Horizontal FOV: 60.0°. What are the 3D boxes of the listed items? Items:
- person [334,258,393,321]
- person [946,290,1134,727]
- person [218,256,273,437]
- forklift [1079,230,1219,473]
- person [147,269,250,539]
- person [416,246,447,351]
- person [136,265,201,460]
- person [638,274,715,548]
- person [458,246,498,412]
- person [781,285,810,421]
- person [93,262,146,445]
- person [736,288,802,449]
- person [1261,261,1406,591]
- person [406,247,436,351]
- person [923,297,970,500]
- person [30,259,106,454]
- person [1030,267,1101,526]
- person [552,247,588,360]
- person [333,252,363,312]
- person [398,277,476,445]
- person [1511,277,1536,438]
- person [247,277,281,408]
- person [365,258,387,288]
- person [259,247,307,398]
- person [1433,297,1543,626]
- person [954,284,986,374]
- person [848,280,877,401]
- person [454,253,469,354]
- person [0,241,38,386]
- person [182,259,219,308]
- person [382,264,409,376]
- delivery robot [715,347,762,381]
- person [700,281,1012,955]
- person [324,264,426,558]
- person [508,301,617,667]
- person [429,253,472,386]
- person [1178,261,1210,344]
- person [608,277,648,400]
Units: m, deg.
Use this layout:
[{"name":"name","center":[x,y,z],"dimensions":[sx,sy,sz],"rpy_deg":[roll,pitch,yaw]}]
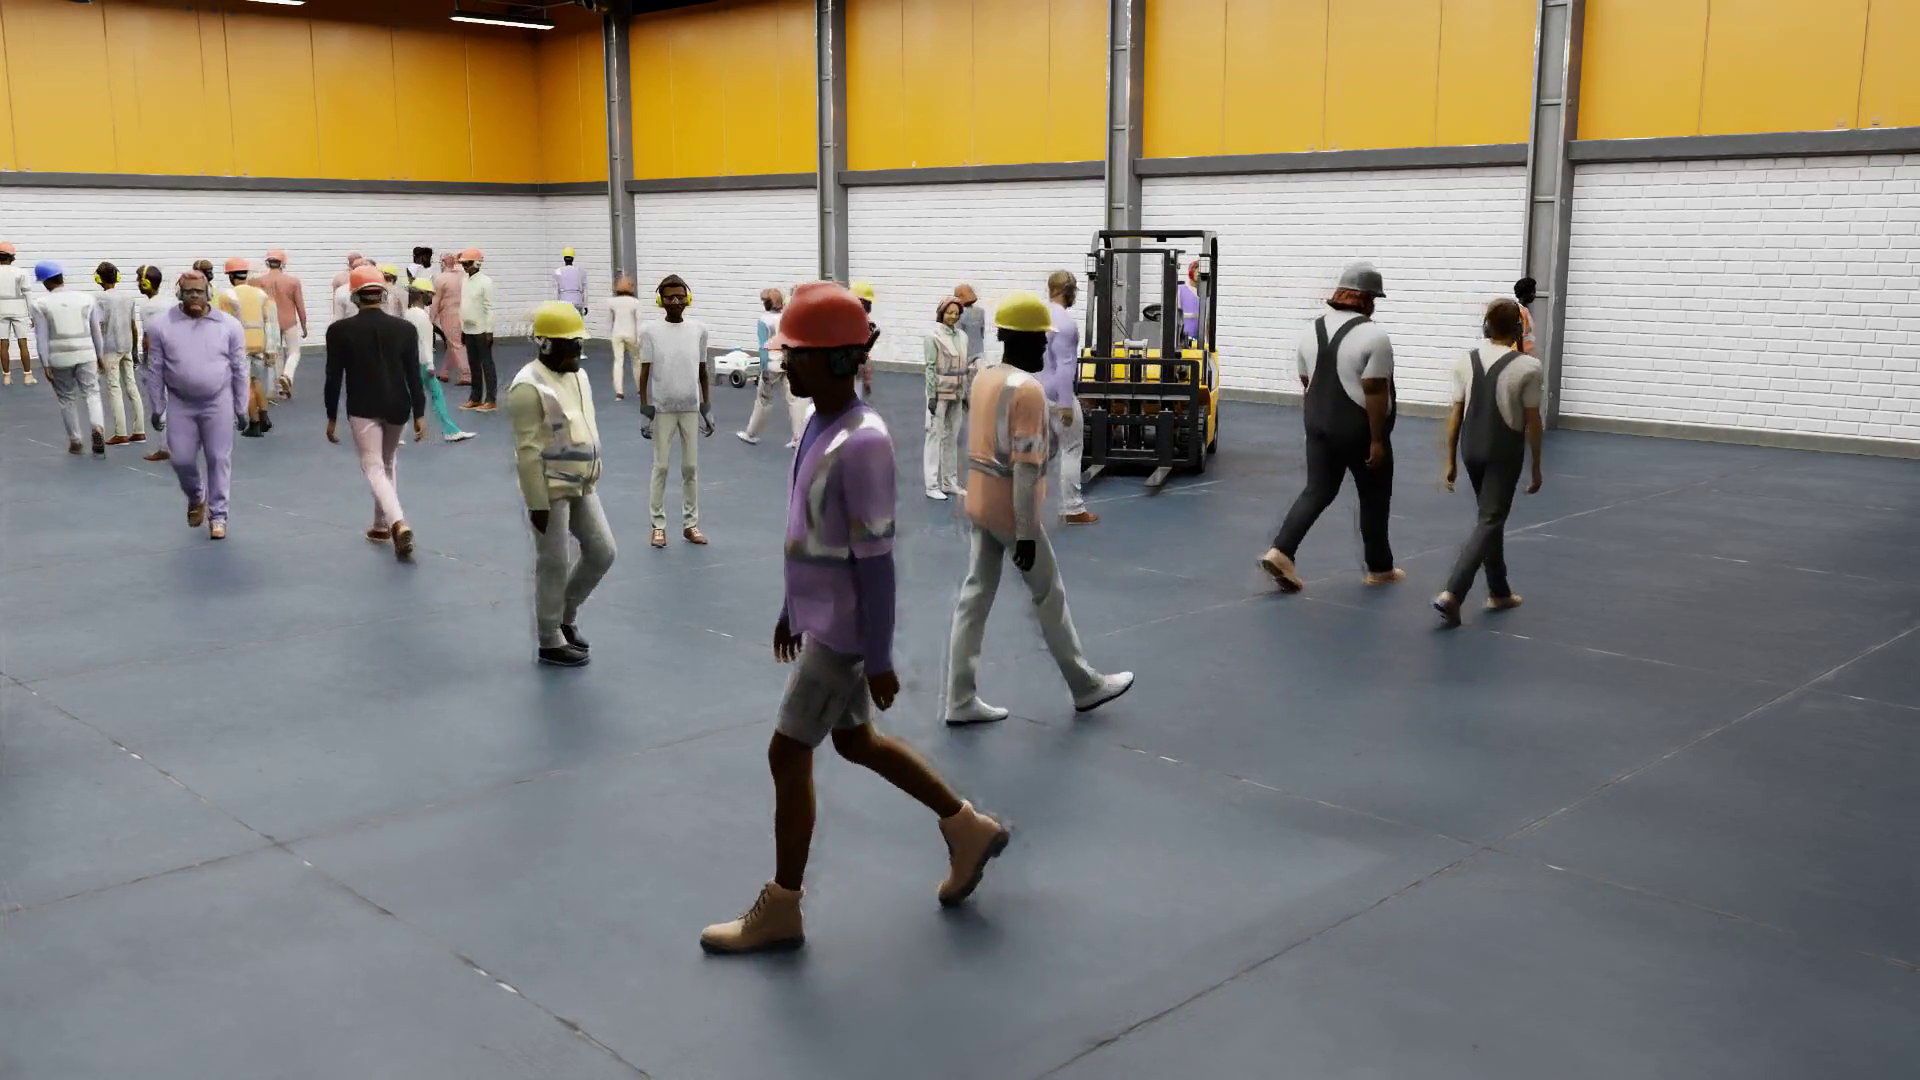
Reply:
[{"name":"person","center":[-6.728,-2.244,18.821],"dimensions":[0.652,1.878,0.812],"rpy_deg":[-7,12,-34]},{"name":"person","center":[0.326,-0.133,7.274],"dimensions":[0.925,1.884,0.612],"rpy_deg":[-5,12,-26]},{"name":"person","center":[-7.585,-2.042,17.643],"dimensions":[0.476,1.917,0.542],"rpy_deg":[6,12,31]},{"name":"forklift","center":[1.804,-1.825,15.677],"dimensions":[1.214,2.155,2.313],"rpy_deg":[2,11,13]},{"name":"person","center":[-5.370,-0.960,11.771],"dimensions":[0.668,1.893,0.500],"rpy_deg":[-4,11,-20]},{"name":"person","center":[-9.448,-4.280,29.762],"dimensions":[0.615,1.942,0.805],"rpy_deg":[8,13,38]},{"name":"person","center":[-7.525,-1.664,15.720],"dimensions":[0.473,1.857,0.549],"rpy_deg":[2,10,8]},{"name":"person","center":[-1.948,-0.885,11.438],"dimensions":[0.533,1.868,0.310],"rpy_deg":[-5,11,-25]},{"name":"person","center":[-5.873,-2.554,20.196],"dimensions":[0.617,1.993,0.389],"rpy_deg":[8,13,38]},{"name":"person","center":[-1.756,-1.970,18.095],"dimensions":[0.527,1.591,0.858],"rpy_deg":[-6,12,-29]},{"name":"person","center":[-8.623,-1.899,16.983],"dimensions":[0.324,1.863,0.526],"rpy_deg":[5,11,24]},{"name":"person","center":[-1.881,-1.720,16.724],"dimensions":[0.844,1.593,0.531],"rpy_deg":[9,14,41]},{"name":"person","center":[2.275,-0.705,9.989],"dimensions":[0.978,2.000,0.684],"rpy_deg":[-7,13,-34]},{"name":"person","center":[-9.870,-4.406,30.507],"dimensions":[0.377,1.915,0.599],"rpy_deg":[7,12,33]},{"name":"person","center":[-0.107,-1.153,13.537],"dimensions":[0.314,1.636,0.515],"rpy_deg":[8,13,38]},{"name":"person","center":[-8.542,-1.741,16.011],"dimensions":[0.633,1.912,0.751],"rpy_deg":[-8,13,-37]},{"name":"person","center":[0.599,-1.041,12.214],"dimensions":[0.798,1.906,0.653],"rpy_deg":[-4,11,-19]},{"name":"person","center":[-6.675,-4.047,28.518],"dimensions":[0.585,1.929,0.377],"rpy_deg":[-3,11,-16]},{"name":"person","center":[-8.642,-3.182,23.882],"dimensions":[0.672,1.894,0.423],"rpy_deg":[-4,11,-22]},{"name":"person","center":[-5.519,-1.823,17.002],"dimensions":[0.957,1.707,0.550],"rpy_deg":[-5,11,-24]},{"name":"person","center":[5.907,-1.923,17.587],"dimensions":[0.318,1.694,0.534],"rpy_deg":[4,11,20]},{"name":"person","center":[-8.707,-2.446,20.646],"dimensions":[0.531,1.613,0.471],"rpy_deg":[-3,11,-14]},{"name":"person","center":[-7.899,-2.882,22.486],"dimensions":[0.433,1.826,0.631],"rpy_deg":[-6,12,-28]},{"name":"person","center":[-8.850,-2.811,21.640],"dimensions":[0.630,1.977,0.713],"rpy_deg":[-1,10,-7]},{"name":"person","center":[2.903,-0.431,9.176],"dimensions":[0.909,1.813,0.505],"rpy_deg":[-9,14,-40]},{"name":"person","center":[0.130,-2.093,18.791],"dimensions":[0.504,1.585,0.885],"rpy_deg":[-7,13,-35]},{"name":"person","center":[-0.931,-1.382,14.502],"dimensions":[0.450,1.733,0.559],"rpy_deg":[4,11,20]},{"name":"person","center":[-8.914,-4.279,30.098],"dimensions":[0.814,1.821,0.434],"rpy_deg":[7,12,33]},{"name":"person","center":[-13.493,-3.210,23.641],"dimensions":[0.615,2.040,0.391],"rpy_deg":[-4,11,-19]},{"name":"person","center":[-9.620,-2.644,21.173],"dimensions":[0.432,1.832,0.638],"rpy_deg":[2,11,8]},{"name":"person","center":[-7.736,-2.883,22.701],"dimensions":[0.543,1.725,0.862],"rpy_deg":[0,10,2]},{"name":"delivery robot","center":[-3.133,-2.481,23.473],"dimensions":[0.707,0.478,0.477],"rpy_deg":[9,14,41]},{"name":"person","center":[-0.298,0.228,5.007],"dimensions":[0.952,2.012,0.610],"rpy_deg":[-3,11,-14]},{"name":"person","center":[-3.885,-0.867,11.131],"dimensions":[0.613,1.945,1.018],"rpy_deg":[-8,13,-38]},{"name":"person","center":[-1.958,-0.263,8.189],"dimensions":[0.429,1.815,0.624],"rpy_deg":[3,11,17]},{"name":"person","center":[-7.329,-3.135,23.712],"dimensions":[0.953,1.862,0.645],"rpy_deg":[5,11,25]},{"name":"person","center":[2.705,-2.348,19.507],"dimensions":[0.565,1.841,0.397],"rpy_deg":[-7,12,-33]},{"name":"person","center":[-4.366,-2.639,21.795],"dimensions":[0.511,1.581,0.888],"rpy_deg":[1,10,7]}]
